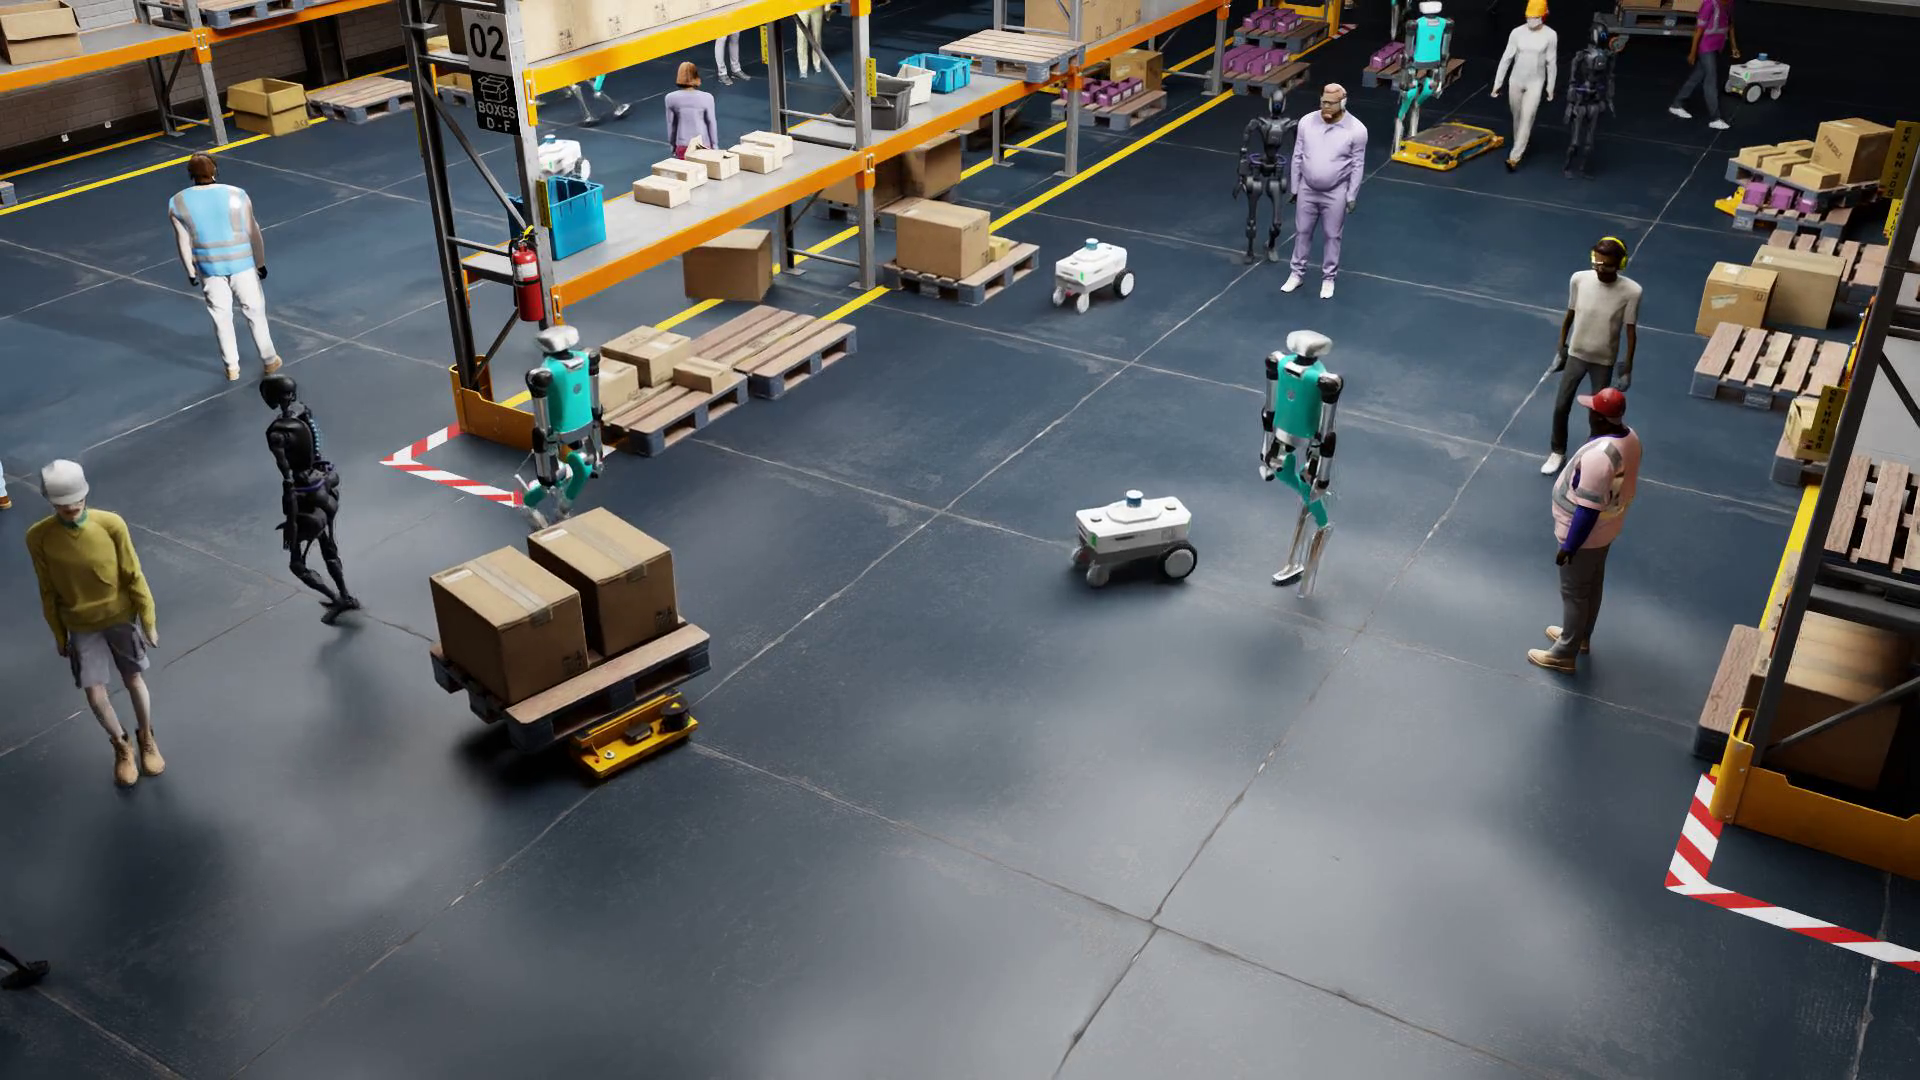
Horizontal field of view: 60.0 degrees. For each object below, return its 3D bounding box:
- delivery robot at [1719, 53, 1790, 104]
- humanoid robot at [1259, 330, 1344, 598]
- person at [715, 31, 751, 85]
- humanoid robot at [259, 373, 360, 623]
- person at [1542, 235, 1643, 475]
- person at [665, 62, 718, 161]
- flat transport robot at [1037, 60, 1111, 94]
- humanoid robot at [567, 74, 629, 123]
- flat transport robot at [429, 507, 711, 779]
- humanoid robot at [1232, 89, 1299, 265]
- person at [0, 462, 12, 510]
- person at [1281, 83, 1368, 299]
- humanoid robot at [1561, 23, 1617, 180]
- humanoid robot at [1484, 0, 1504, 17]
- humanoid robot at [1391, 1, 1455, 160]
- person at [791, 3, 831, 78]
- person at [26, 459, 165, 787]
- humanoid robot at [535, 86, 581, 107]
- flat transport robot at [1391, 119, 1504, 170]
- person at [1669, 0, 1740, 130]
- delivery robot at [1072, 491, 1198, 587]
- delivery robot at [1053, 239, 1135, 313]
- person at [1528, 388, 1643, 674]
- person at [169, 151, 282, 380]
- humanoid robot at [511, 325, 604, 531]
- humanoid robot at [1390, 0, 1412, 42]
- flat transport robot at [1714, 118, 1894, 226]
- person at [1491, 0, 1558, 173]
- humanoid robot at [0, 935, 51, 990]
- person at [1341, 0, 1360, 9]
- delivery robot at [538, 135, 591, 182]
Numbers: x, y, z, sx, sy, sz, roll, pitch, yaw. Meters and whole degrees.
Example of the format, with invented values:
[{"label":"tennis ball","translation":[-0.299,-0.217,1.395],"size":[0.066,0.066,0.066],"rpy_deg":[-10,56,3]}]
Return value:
[{"label":"delivery robot","translation":[10.015,-5.809,20.944],"size":[0.784,0.612,0.509],"rpy_deg":[-9,31,-16]},{"label":"humanoid robot","translation":[2.197,-0.478,10.335],"size":[0.687,1.833,0.542],"rpy_deg":[-23,37,-35]},{"label":"person","translation":[-3.009,-6.899,21.439],"size":[0.419,1.951,0.489],"rpy_deg":[22,36,34]},{"label":"humanoid robot","translation":[-3.895,-0.247,9.953],"size":[0.361,1.656,0.612],"rpy_deg":[0,29,-1]},{"label":"person","translation":[4.398,-1.241,11.540],"size":[0.565,1.847,0.420],"rpy_deg":[18,34,29]},{"label":"person","translation":[-2.637,-3.897,16.455],"size":[0.498,1.629,0.288],"rpy_deg":[3,30,5]},{"label":"flat transport robot","translation":[1.483,-6.049,21.641],"size":[0.659,0.231,1.431],"rpy_deg":[17,34,27]},{"label":"humanoid robot","translation":[-4.370,-5.761,19.639],"size":[0.535,1.725,0.958],"rpy_deg":[20,35,31]},{"label":"flat transport robot","translation":[-2.178,0.850,9.438],"size":[0.659,0.231,1.431],"rpy_deg":[-26,38,-37]},{"label":"humanoid robot","translation":[2.853,-3.384,15.515],"size":[0.616,1.655,0.379],"rpy_deg":[-1,30,-3]},{"label":"person","translation":[-6.813,-1.032,11.020],"size":[0.388,1.991,0.610],"rpy_deg":[15,33,24]},{"label":"person","translation":[3.219,-3.088,14.742],"size":[0.640,1.908,0.402],"rpy_deg":[15,33,25]},{"label":"humanoid robot","translation":[6.742,-4.688,17.802],"size":[0.608,1.657,0.314],"rpy_deg":[-7,30,-13]},{"label":"humanoid robot","translation":[8.180,-8.730,24.960],"size":[0.447,1.648,0.608],"rpy_deg":[2,30,4]},{"label":"humanoid robot","translation":[5.067,-5.082,18.490],"size":[0.541,1.850,0.673],"rpy_deg":[-3,30,-5]},{"label":"person","translation":[-1.969,-6.928,21.721],"size":[0.577,1.716,0.833],"rpy_deg":[-2,30,-3]},{"label":"person","translation":[-4.391,0.444,8.531],"size":[0.509,1.870,0.542],"rpy_deg":[-15,33,-24]},{"label":"humanoid robot","translation":[-5.112,-6.080,20.217],"size":[0.538,1.716,1.023],"rpy_deg":[23,37,35]},{"label":"flat transport robot","translation":[5.548,-4.481,18.869],"size":[0.659,0.231,1.431],"rpy_deg":[24,37,36]},{"label":"person","translation":[8.933,-5.832,19.702],"size":[0.505,1.796,0.923],"rpy_deg":[-23,36,-34]},{"label":"delivery robot","translation":[1.121,-0.041,10.709],"size":[0.767,0.579,0.499],"rpy_deg":[-9,31,-15]},{"label":"delivery robot","translation":[1.188,-2.396,14.908],"size":[0.499,0.613,0.807],"rpy_deg":[23,37,35]},{"label":"person","translation":[3.583,-0.061,9.541],"size":[0.419,1.751,0.622],"rpy_deg":[21,36,33]},{"label":"person","translation":[-5.814,-2.167,13.178],"size":[0.618,1.845,0.431],"rpy_deg":[-9,31,-15]},{"label":"humanoid robot","translation":[-2.545,-0.499,10.362],"size":[0.641,1.829,0.531],"rpy_deg":[18,34,29]},{"label":"humanoid robot","translation":[6.265,-7.947,23.599],"size":[0.553,1.873,0.831],"rpy_deg":[-1,29,-1]},{"label":"flat transport robot","translation":[8.578,-3.487,17.110],"size":[1.431,0.231,0.659],"rpy_deg":[-11,31,-18]},{"label":"person","translation":[6.122,-4.945,18.090],"size":[0.598,1.838,1.013],"rpy_deg":[18,34,28]},{"label":"humanoid robot","translation":[-4.496,1.309,7.228],"size":[0.621,1.645,0.598],"rpy_deg":[-7,30,-12]},{"label":"person","translation":[5.975,-9.047,25.444],"size":[0.332,1.744,0.558],"rpy_deg":[-19,35,-30]},{"label":"delivery robot","translation":[-4.334,-4.024,17.780],"size":[0.499,0.606,0.809],"rpy_deg":[8,30,13]}]
